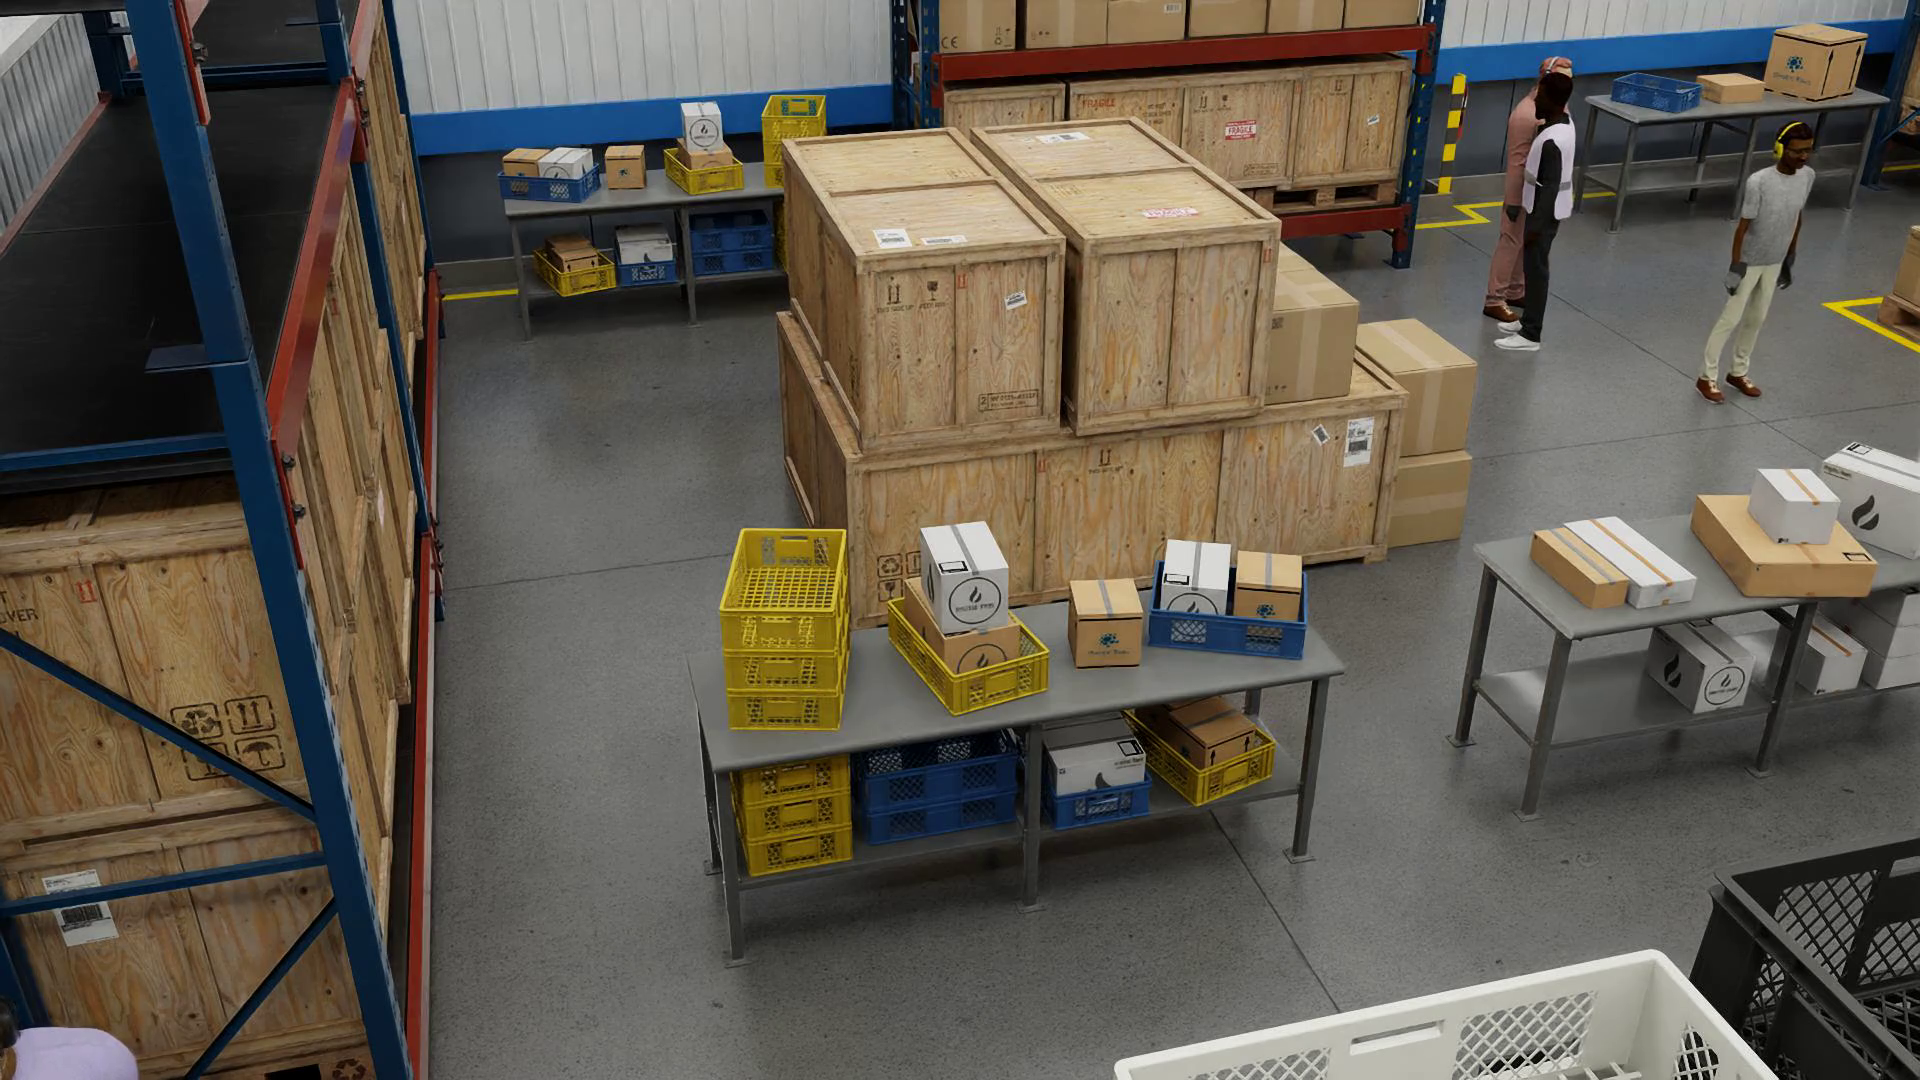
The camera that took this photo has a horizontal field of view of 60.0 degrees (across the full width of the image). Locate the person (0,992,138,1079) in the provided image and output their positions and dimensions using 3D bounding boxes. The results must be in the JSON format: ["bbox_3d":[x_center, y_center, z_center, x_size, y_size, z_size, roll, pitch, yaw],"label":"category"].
[{"bbox_3d":[-2.246,1.803,4.111,0.626,1.933,0.368,-17,33,-28],"label":"person"}]

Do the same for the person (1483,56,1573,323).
[{"bbox_3d":[4.145,-2.522,11.991,0.641,1.901,0.404,-26,38,-38],"label":"person"}]

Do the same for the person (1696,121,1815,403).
[{"bbox_3d":[5.155,-1.778,10.688,0.513,1.862,0.353,-9,30,-16],"label":"person"}]

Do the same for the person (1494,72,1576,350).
[{"bbox_3d":[4.027,-2.255,11.487,0.379,1.917,0.591,11,31,19],"label":"person"}]
